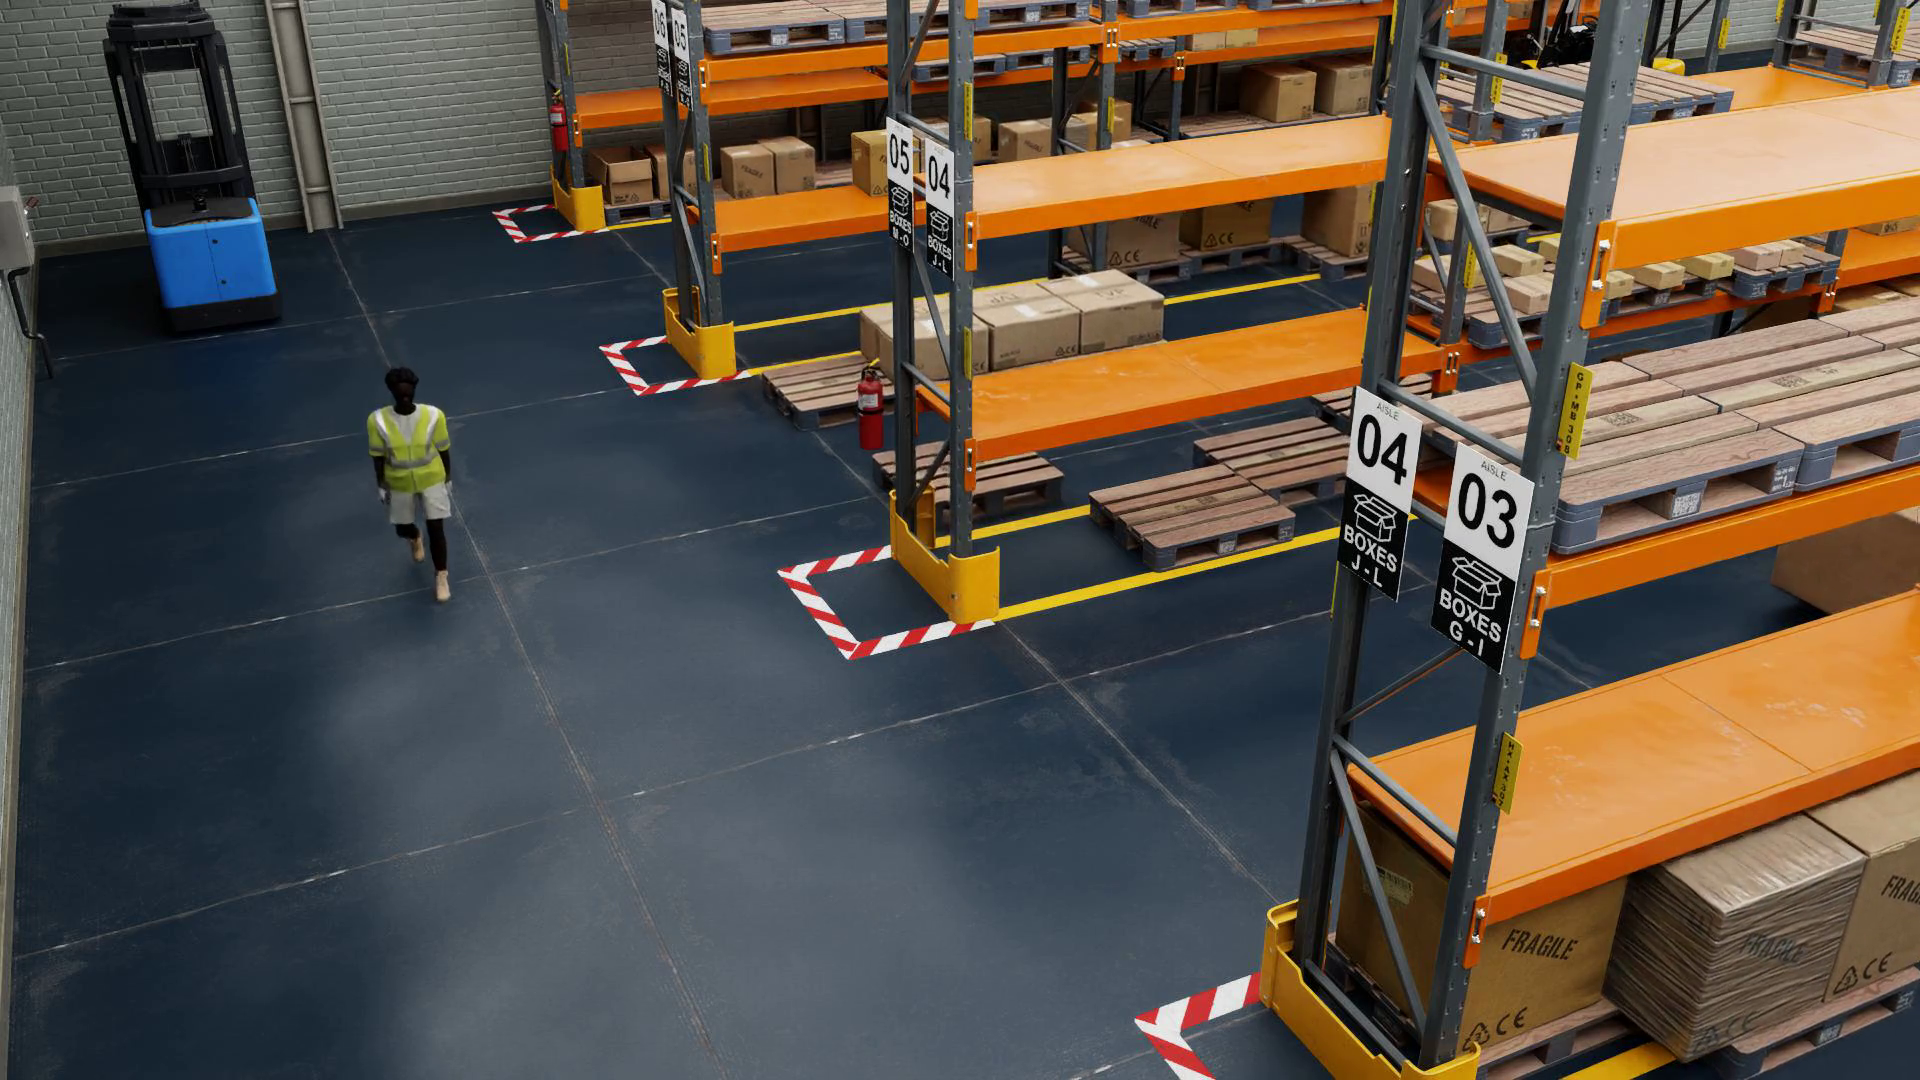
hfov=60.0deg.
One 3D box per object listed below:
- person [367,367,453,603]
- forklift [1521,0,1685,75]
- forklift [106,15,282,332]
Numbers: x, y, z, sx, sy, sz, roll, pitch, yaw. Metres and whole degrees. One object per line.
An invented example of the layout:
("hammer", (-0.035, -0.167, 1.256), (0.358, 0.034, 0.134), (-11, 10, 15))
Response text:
("person", (-3.722, -0.429, 11.376), (0.537, 1.681, 0.592), (-7, 28, -14))
("forklift", (8.950, -6.807, 23.056), (1.214, 2.155, 2.313), (-12, 30, -22))
("forklift", (-7.548, -3.672, 16.323), (1.129, 2.768, 1.873), (-12, 30, -22))
